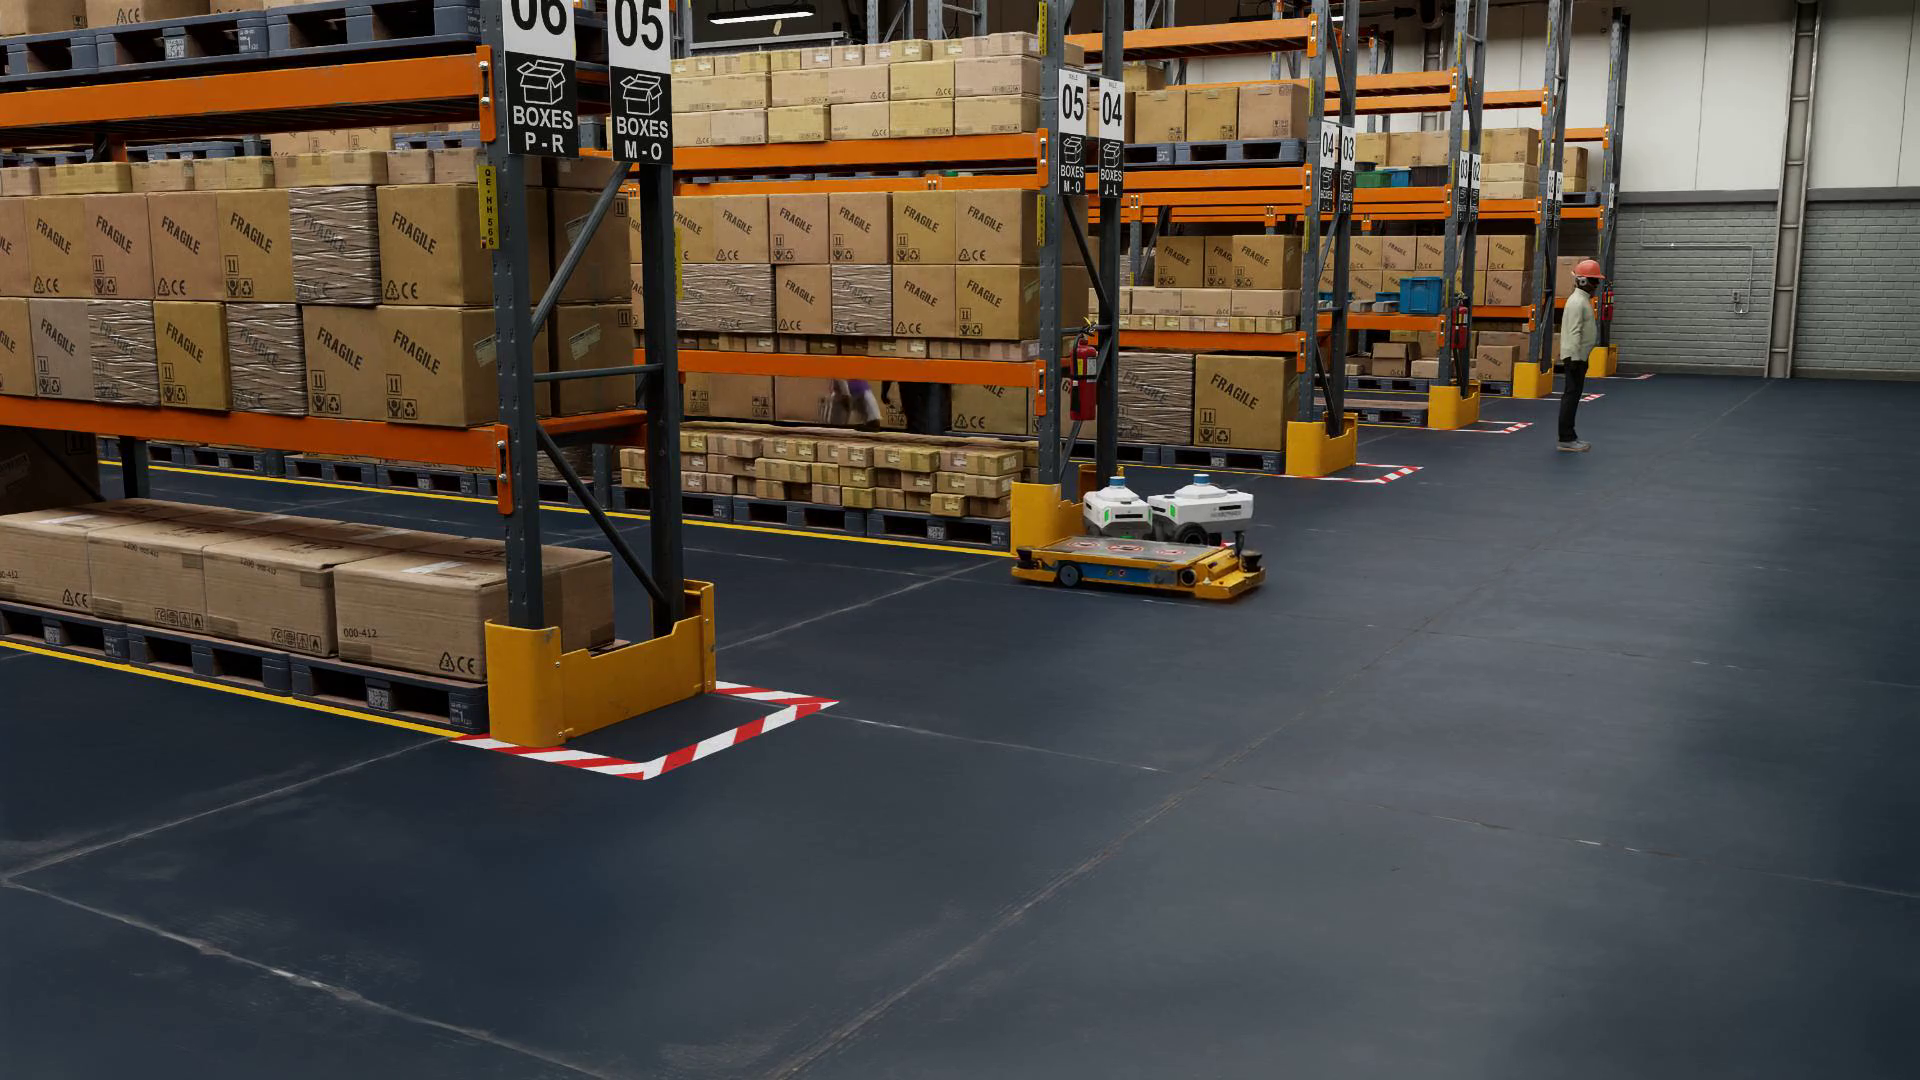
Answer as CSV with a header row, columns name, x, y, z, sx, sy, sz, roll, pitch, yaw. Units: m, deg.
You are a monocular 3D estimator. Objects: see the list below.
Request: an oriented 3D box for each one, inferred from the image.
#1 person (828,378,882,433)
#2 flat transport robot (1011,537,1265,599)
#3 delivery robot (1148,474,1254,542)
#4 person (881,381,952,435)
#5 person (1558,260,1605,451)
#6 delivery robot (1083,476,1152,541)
name,x,y,z,sx,sy,sz,roll,pitch,yaw
person,-0.885,-1.310,14.123,1.012,1.881,0.570,7,12,35
flat transport robot,1.098,0.150,10.280,1.431,0.197,0.652,5,11,28
delivery robot,1.630,-0.203,11.245,0.707,0.478,0.477,-5,11,-27
person,-0.460,-1.409,14.779,0.638,1.852,0.990,-8,12,-39
person,6.480,-1.921,17.385,0.402,1.988,0.613,5,11,25
delivery robot,1.049,-0.183,11.124,0.477,0.478,0.707,-1,10,-7
